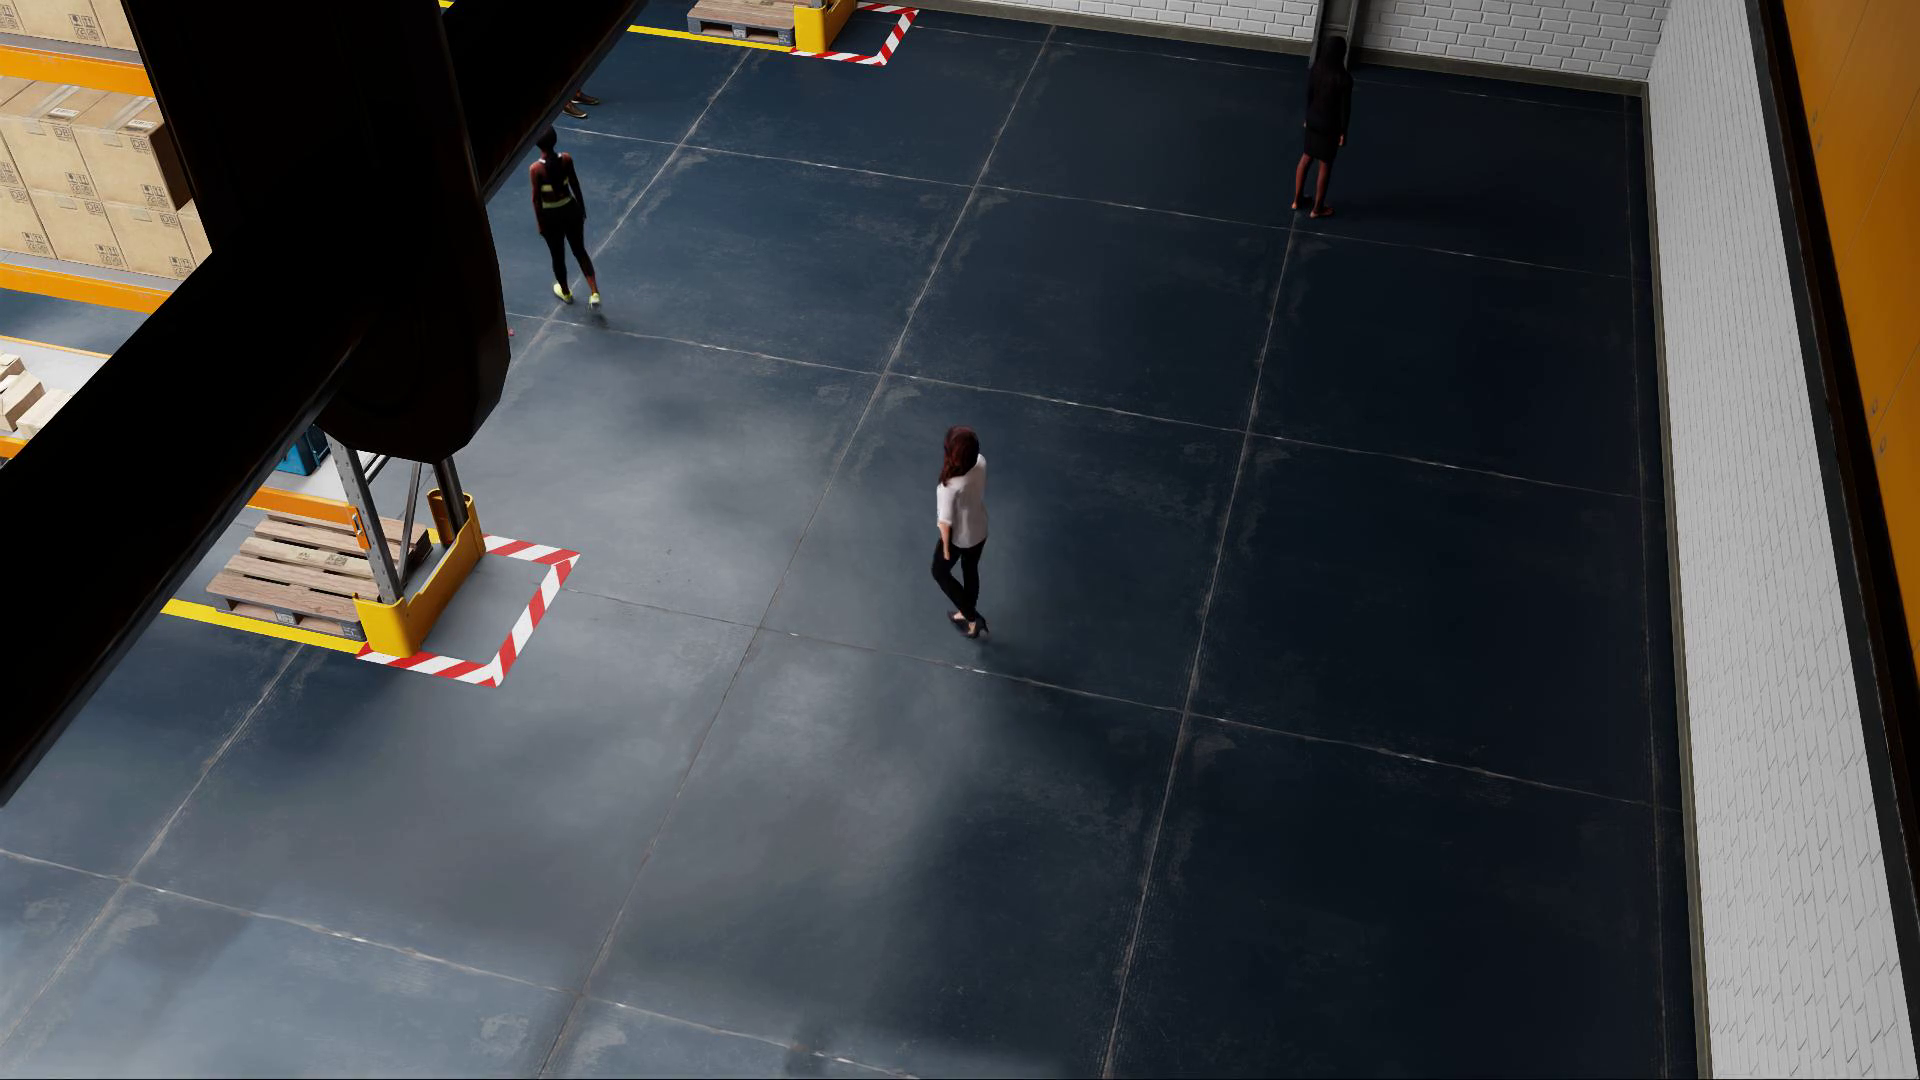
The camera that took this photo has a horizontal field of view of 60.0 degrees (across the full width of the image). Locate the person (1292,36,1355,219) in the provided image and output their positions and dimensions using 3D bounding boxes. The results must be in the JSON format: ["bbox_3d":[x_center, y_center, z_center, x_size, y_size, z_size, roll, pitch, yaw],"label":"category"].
[{"bbox_3d":[3.270,-3.724,14.937,0.737,1.720,0.630,-30,51,-28],"label":"person"}]

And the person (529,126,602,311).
[{"bbox_3d":[-3.265,-2.631,13.773,0.911,1.743,1.008,-26,49,-25],"label":"person"}]

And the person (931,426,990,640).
[{"bbox_3d":[0.097,0.005,10.977,0.806,1.783,0.749,31,51,28],"label":"person"}]
